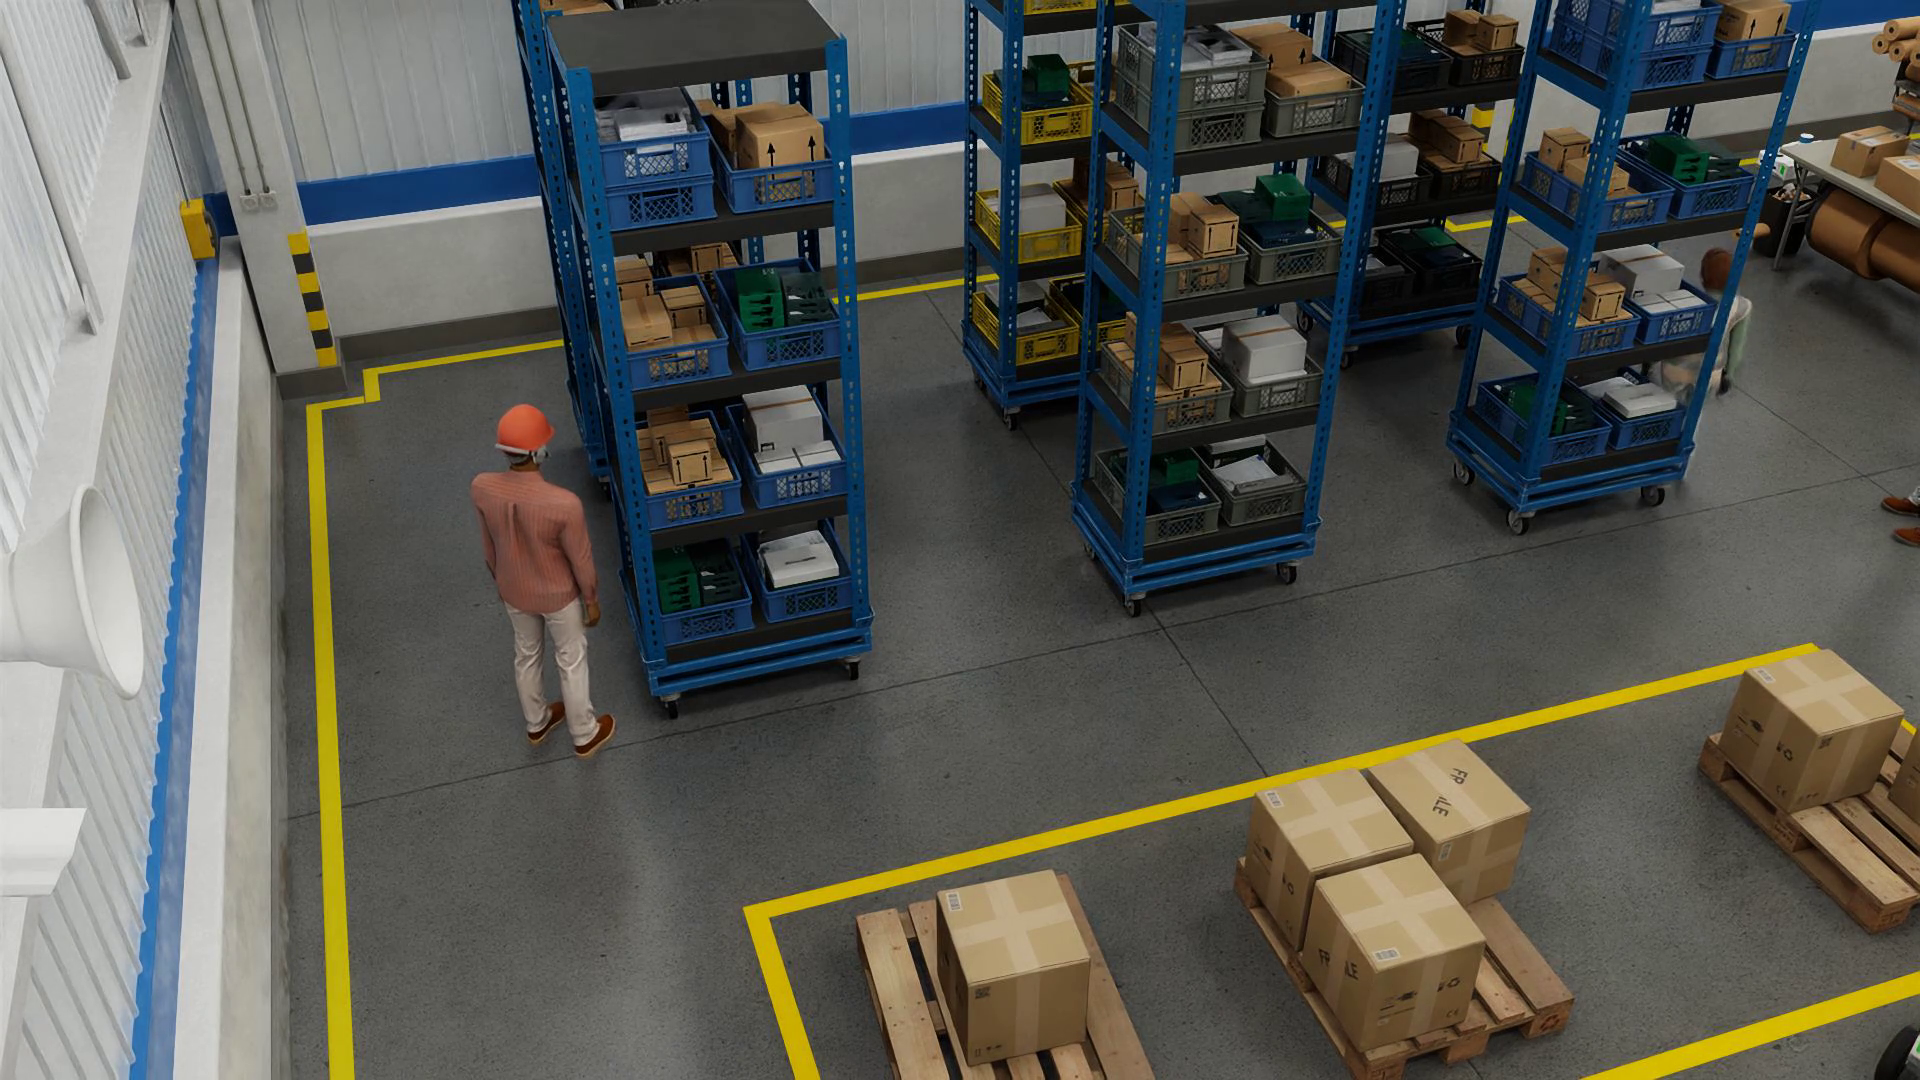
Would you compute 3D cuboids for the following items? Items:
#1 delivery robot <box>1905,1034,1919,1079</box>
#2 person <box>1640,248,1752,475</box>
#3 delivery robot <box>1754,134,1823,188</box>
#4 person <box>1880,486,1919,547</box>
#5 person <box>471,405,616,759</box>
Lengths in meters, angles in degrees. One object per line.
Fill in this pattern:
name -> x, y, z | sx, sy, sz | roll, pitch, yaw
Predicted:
delivery robot -> 4.229, 2.011, 6.857 | 0.707, 0.478, 0.477 | -28, 44, -34
person -> 4.537, -1.083, 10.408 | 0.519, 1.618, 0.626 | 3, 35, 4
delivery robot -> 7.225, -3.253, 14.321 | 0.707, 0.478, 0.477 | -12, 37, -17
person -> 5.922, -0.860, 9.835 | 0.380, 1.927, 0.636 | 9, 36, 12
person -> -2.050, 0.221, 8.248 | 0.608, 1.986, 0.403 | 11, 37, 15
